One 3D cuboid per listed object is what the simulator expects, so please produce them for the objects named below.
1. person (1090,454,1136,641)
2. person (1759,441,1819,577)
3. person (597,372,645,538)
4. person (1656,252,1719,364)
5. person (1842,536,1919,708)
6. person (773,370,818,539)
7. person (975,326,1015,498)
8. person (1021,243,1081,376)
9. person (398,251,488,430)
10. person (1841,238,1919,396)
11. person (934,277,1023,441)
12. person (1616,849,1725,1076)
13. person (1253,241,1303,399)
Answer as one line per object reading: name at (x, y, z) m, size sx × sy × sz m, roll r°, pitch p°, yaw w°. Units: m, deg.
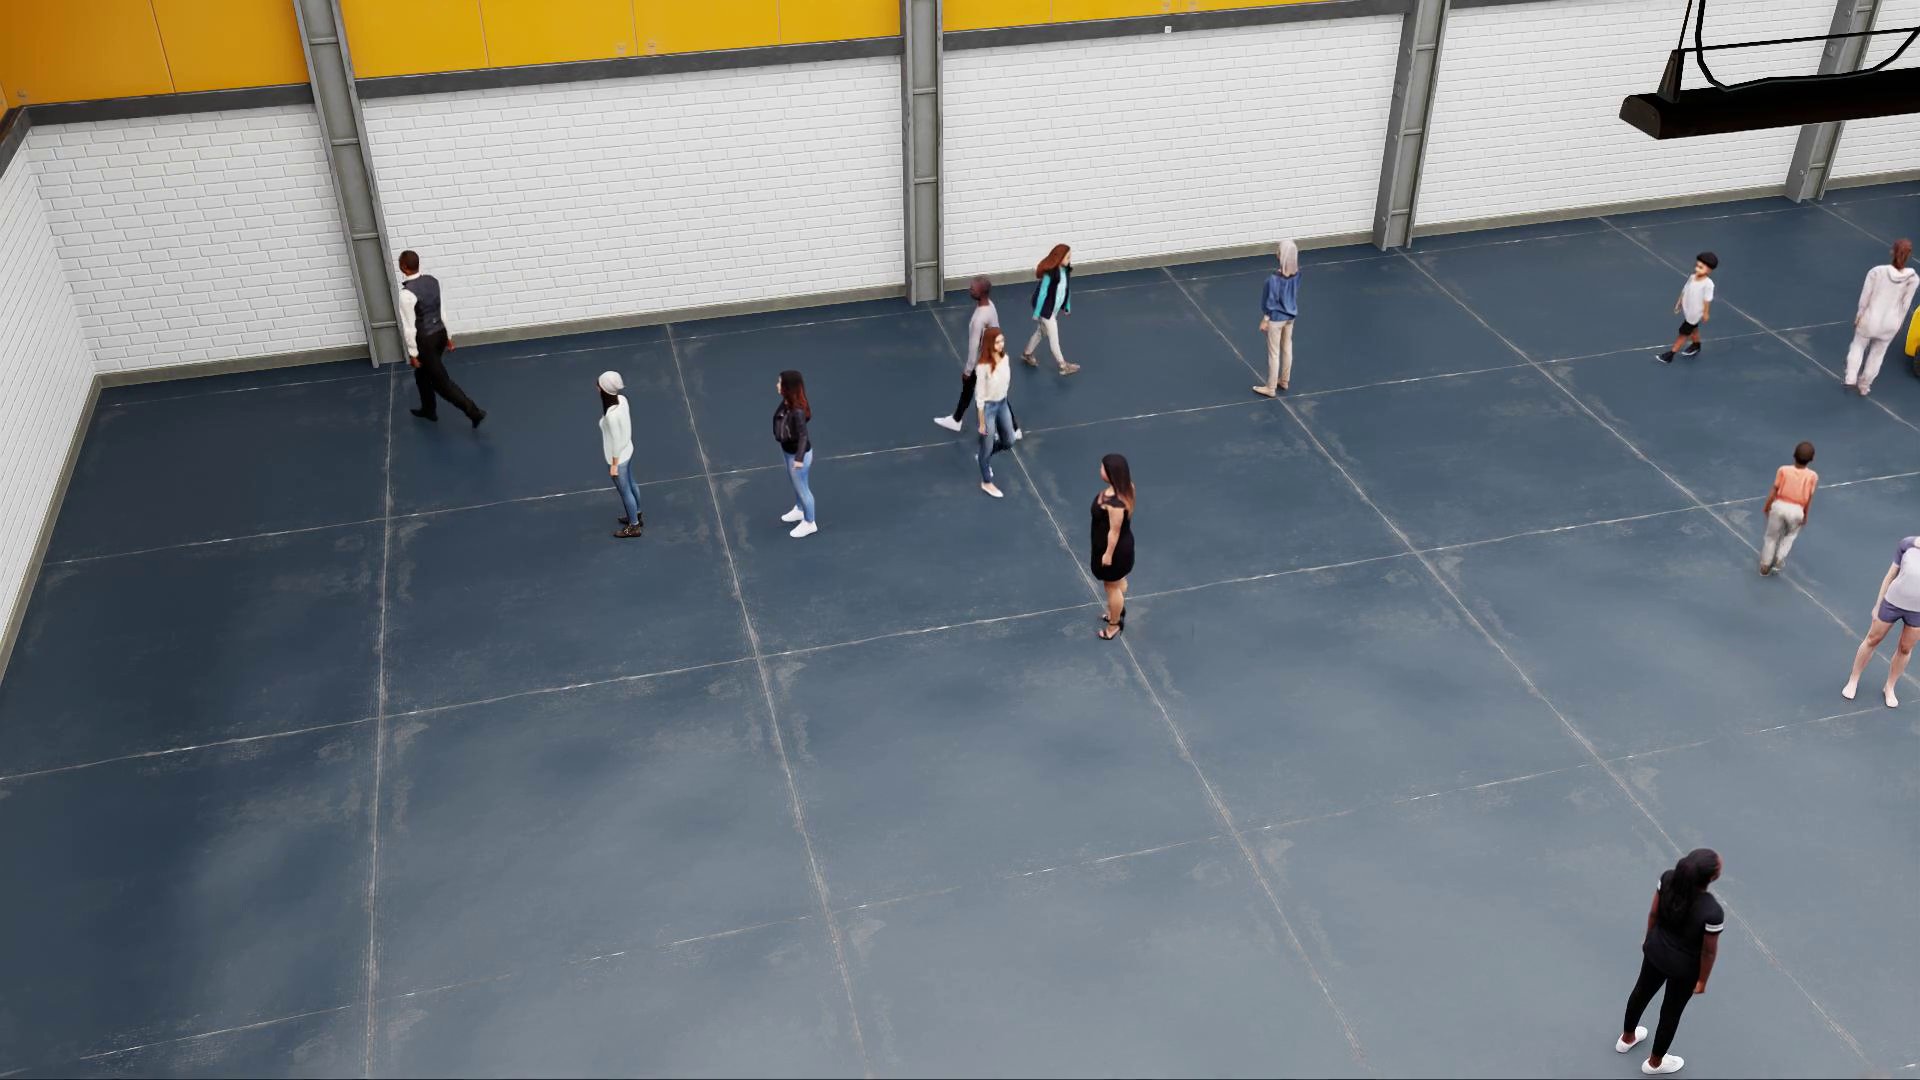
person at (1.265, 0.052, 13.583) m, size 0.769 × 1.717 × 0.760 m, roll 8°, pitch 34°, yaw 12°
person at (7.159, -0.234, 14.392) m, size 0.607 × 1.298 × 0.668 m, roll 17°, pitch 37°, yaw 24°
person at (-3.051, -0.775, 14.892) m, size 0.580 × 1.644 × 0.626 m, roll 1°, pitch 34°, yaw 2°
person at (7.934, -2.500, 17.868) m, size 0.900 × 1.224 × 0.560 m, roll -12°, pitch 36°, yaw -18°
person at (7.325, 0.497, 12.869) m, size 0.661 × 1.766 × 0.739 m, roll 13°, pitch 36°, yaw 18°
person at (-1.474, -0.797, 14.937) m, size 0.536 × 1.633 × 0.624 m, roll -9°, pitch 35°, yaw -13°
person at (0.235, -1.224, 15.499) m, size 0.751 × 1.721 × 0.791 m, roll -25°, pitch 41°, yaw -33°
person at (0.871, -2.465, 17.605) m, size 1.013 × 1.457 × 0.967 m, roll 22°, pitch 40°, yaw 30°
person at (-5.163, -1.922, 16.405) m, size 1.329 × 1.881 × 1.175 m, roll 13°, pitch 36°, yaw 18°
person at (9.443, -2.236, 17.063) m, size 0.775 × 1.675 × 0.835 m, roll 18°, pitch 37°, yaw 24°
person at (0.330, -1.721, 16.241) m, size 1.215 × 1.727 × 0.908 m, roll 4°, pitch 34°, yaw 6°
person at (4.254, 2.489, 9.906) m, size 0.649 × 1.728 × 0.661 m, roll -16°, pitch 37°, yaw -23°
person at (3.304, -2.288, 17.122) m, size 0.655 × 1.696 × 0.762 m, roll -27°, pitch 42°, yaw -35°
